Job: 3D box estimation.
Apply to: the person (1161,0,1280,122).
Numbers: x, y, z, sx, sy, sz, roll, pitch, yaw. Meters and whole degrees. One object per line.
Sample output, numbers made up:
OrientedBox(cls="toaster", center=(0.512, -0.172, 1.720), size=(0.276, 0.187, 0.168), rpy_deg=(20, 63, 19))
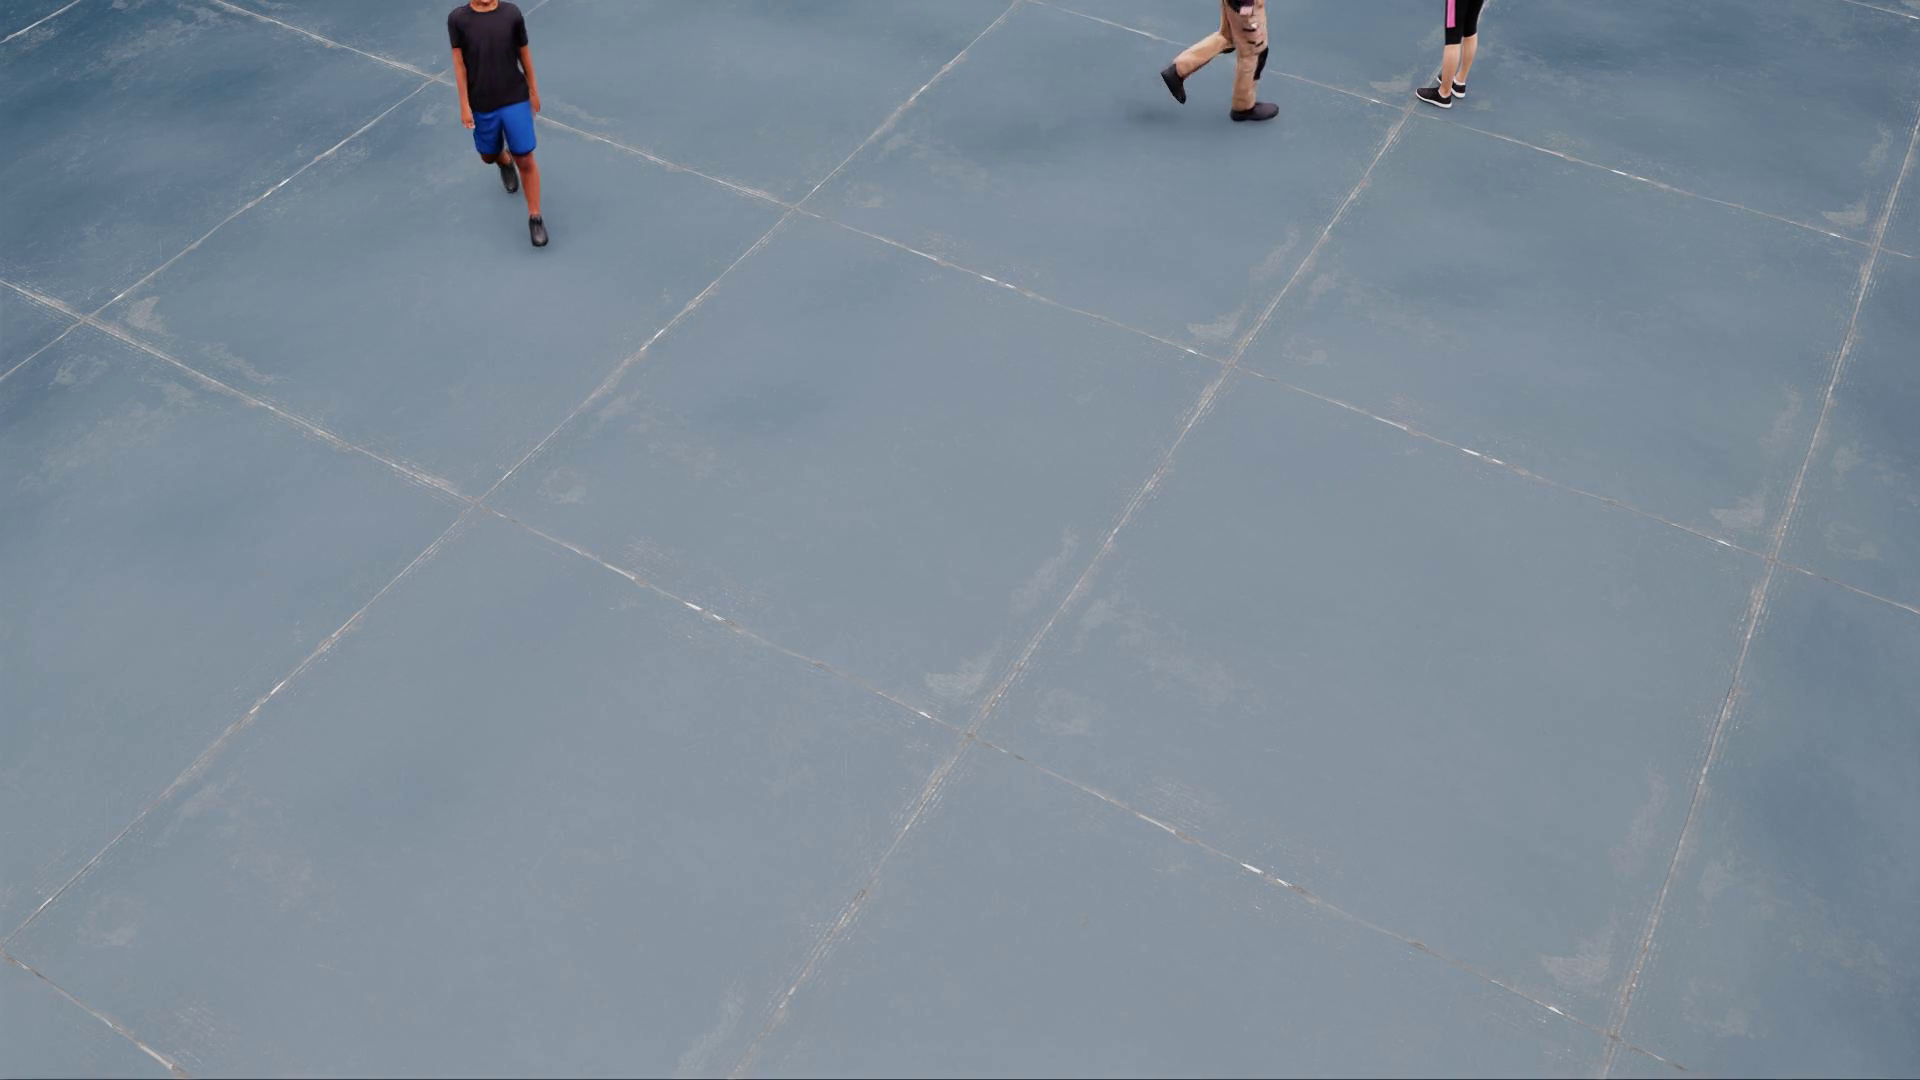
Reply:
OrientedBox(cls="person", center=(1.717, -3.495, 10.500), size=(1.172, 1.907, 1.035), rpy_deg=(-2, 47, -2))

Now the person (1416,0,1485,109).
OrientedBox(cls="person", center=(3.296, -3.640, 10.716), size=(0.676, 1.787, 0.635), rpy_deg=(-32, 55, -26))

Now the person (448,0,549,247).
OrientedBox(cls="person", center=(-2.737, -2.649, 9.806), size=(1.067, 1.778, 1.080), rpy_deg=(-9, 48, -8))
